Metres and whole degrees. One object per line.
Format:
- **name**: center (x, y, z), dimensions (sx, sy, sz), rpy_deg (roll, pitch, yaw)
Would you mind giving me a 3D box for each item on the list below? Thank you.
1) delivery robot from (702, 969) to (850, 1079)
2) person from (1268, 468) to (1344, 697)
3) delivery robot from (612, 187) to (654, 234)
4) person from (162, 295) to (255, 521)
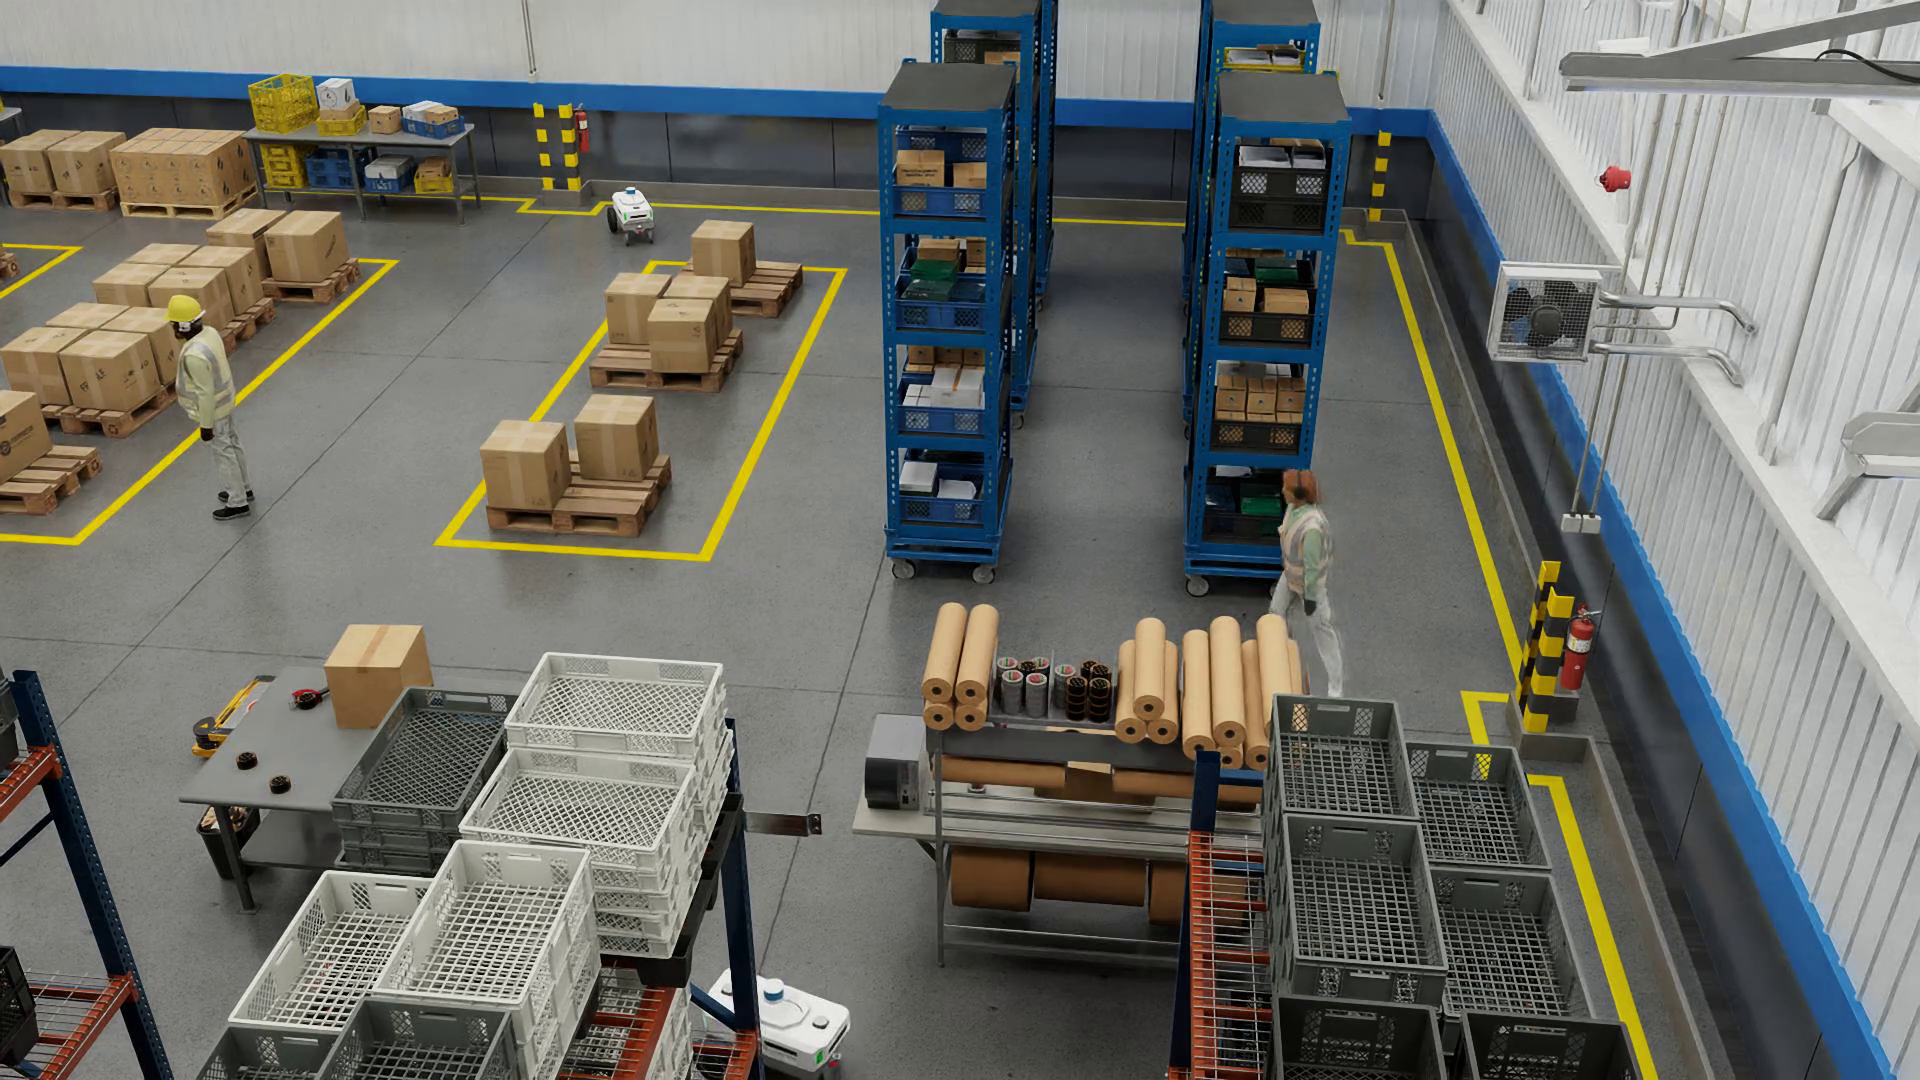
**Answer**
- **delivery robot**: center (-0.905, 2.373, 8.200), dimensions (0.707, 0.478, 0.477), rpy_deg (13, 33, 21)
- **person**: center (2.289, 0.273, 10.873), dimensions (0.606, 1.599, 0.564), rpy_deg (-4, 30, -6)
- **delivery robot**: center (-3.668, -3.708, 18.645), dimensions (0.477, 0.478, 0.707), rpy_deg (-11, 32, -18)
- **person**: center (-5.813, -1.033, 12.879), dimensions (0.404, 1.830, 0.601), rpy_deg (-6, 31, -10)
